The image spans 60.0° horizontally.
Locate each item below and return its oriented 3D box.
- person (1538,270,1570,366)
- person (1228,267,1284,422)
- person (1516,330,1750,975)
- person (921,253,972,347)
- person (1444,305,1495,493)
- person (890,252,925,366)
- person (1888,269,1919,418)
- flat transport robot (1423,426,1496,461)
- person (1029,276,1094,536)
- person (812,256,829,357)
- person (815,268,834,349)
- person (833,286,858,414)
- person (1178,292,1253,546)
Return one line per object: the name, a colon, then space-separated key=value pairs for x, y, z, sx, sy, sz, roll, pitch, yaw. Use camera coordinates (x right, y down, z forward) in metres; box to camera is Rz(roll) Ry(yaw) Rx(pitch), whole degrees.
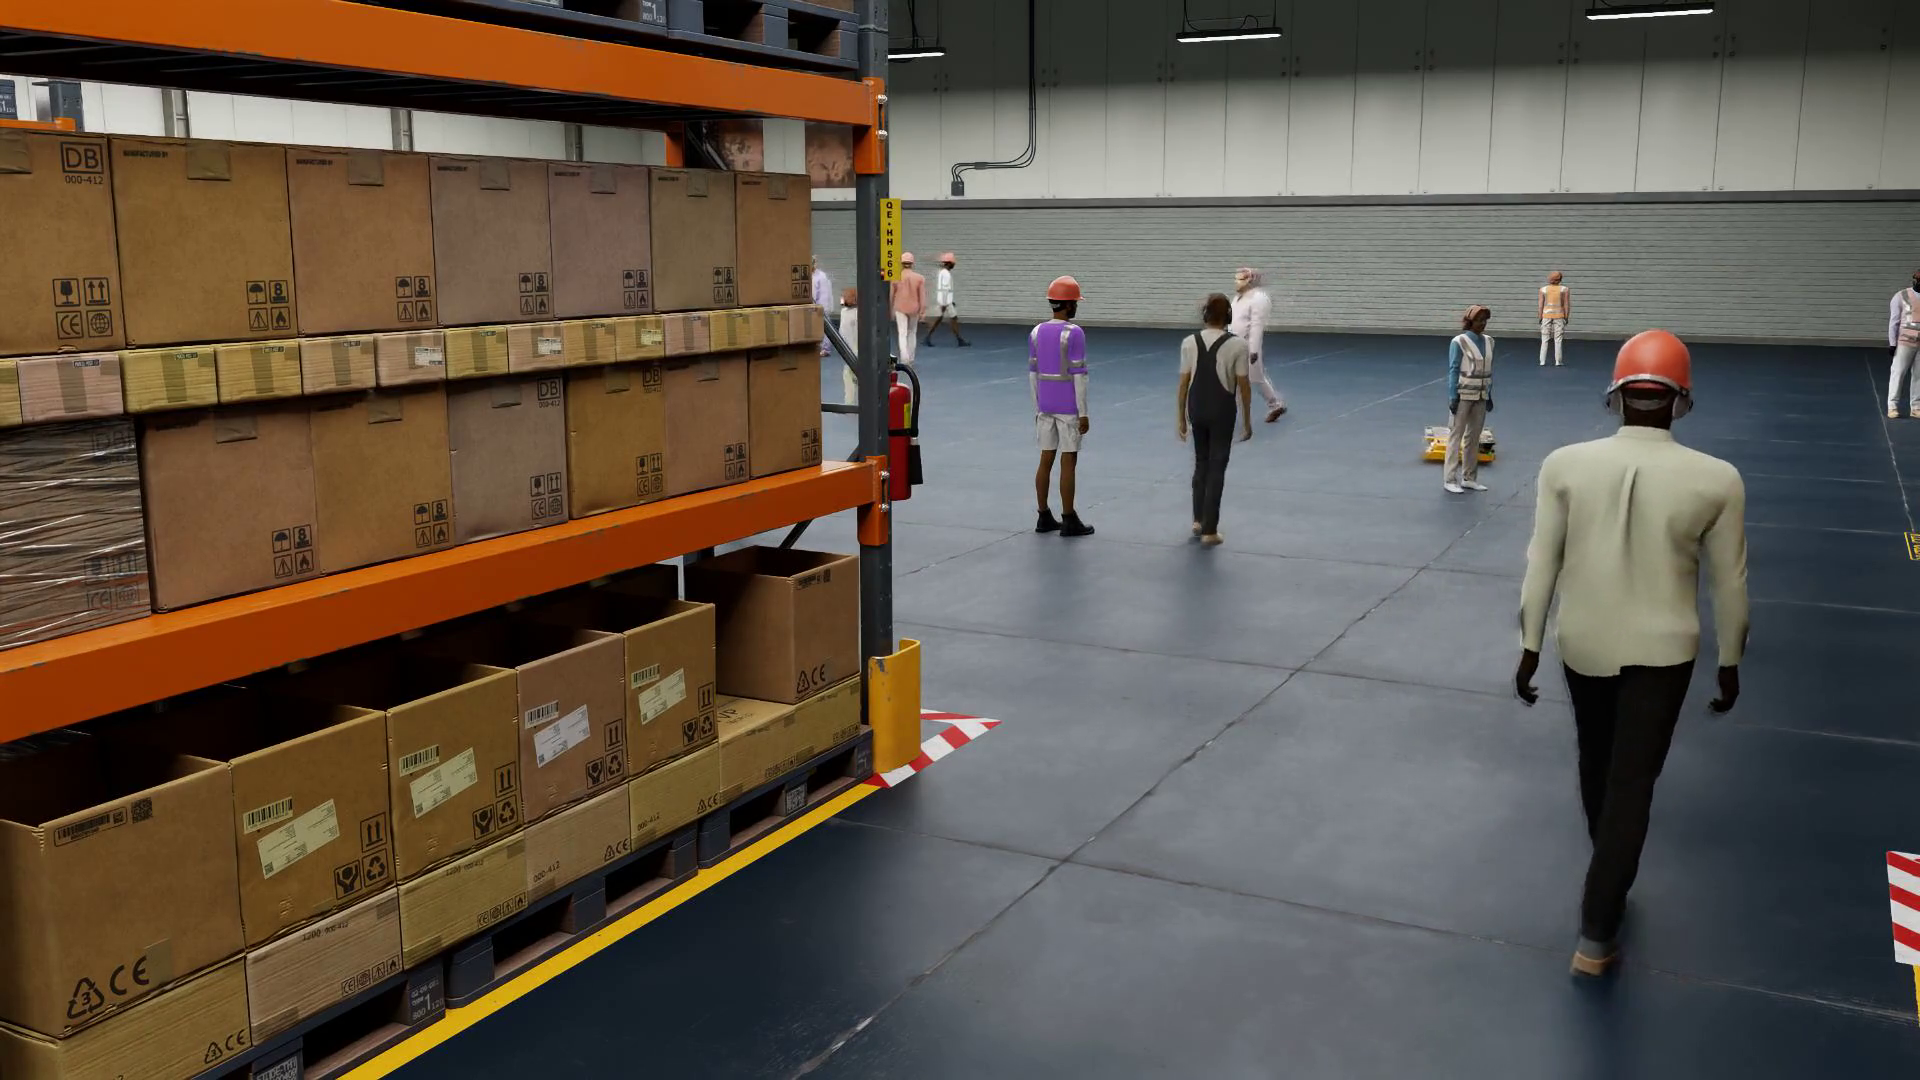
person: x=10.187 y=-3.798 z=28.551 sx=0.514 sy=1.641 sz=0.309 roll=5 pitch=12 yaw=26
person: x=3.460 y=-2.308 z=19.806 sx=0.928 sy=1.874 sz=0.649 roll=-5 pitch=11 yaw=-23
person: x=2.150 y=0.315 z=5.280 sx=0.651 sy=1.938 sz=1.038 roll=7 pitch=12 yaw=33
person: x=-0.304 y=-4.807 z=33.408 sx=1.013 sy=1.894 sz=0.563 roll=-3 pitch=11 yaw=-13
person: x=4.465 y=-1.231 z=14.553 sx=0.523 sy=1.638 sz=0.310 roll=-6 pitch=12 yaw=-32
person: x=-0.901 y=-3.906 z=28.278 sx=0.624 sy=1.962 sz=0.963 roll=-1 pitch=10 yaw=-4
person: x=11.752 y=-2.414 z=20.450 sx=0.623 sy=1.844 sz=0.430 roll=1 pitch=10 yaw=5
flat transport robot: x=5.088 y=-0.995 z=16.999 sx=0.652 sy=0.197 sz=1.431 roll=3 pitch=11 yaw=14
person: x=0.766 y=-0.998 z=12.465 sx=0.360 sy=1.939 sz=0.543 roll=-10 pitch=14 yaw=-42
person: x=-2.752 y=-4.259 z=30.475 sx=0.659 sy=1.853 sz=0.998 roll=7 pitch=13 yaw=34
person: x=-2.763 y=-4.567 z=32.831 sx=0.519 sy=1.608 sz=0.570 roll=-2 pitch=11 yaw=-13
person: x=-1.307 y=-2.402 z=21.012 sx=0.651 sy=1.610 sz=0.500 roll=-5 pitch=11 yaw=-24
person: x=1.884 y=-0.886 z=12.160 sx=0.510 sy=1.825 sz=0.690 roll=6 pitch=12 yaw=31
